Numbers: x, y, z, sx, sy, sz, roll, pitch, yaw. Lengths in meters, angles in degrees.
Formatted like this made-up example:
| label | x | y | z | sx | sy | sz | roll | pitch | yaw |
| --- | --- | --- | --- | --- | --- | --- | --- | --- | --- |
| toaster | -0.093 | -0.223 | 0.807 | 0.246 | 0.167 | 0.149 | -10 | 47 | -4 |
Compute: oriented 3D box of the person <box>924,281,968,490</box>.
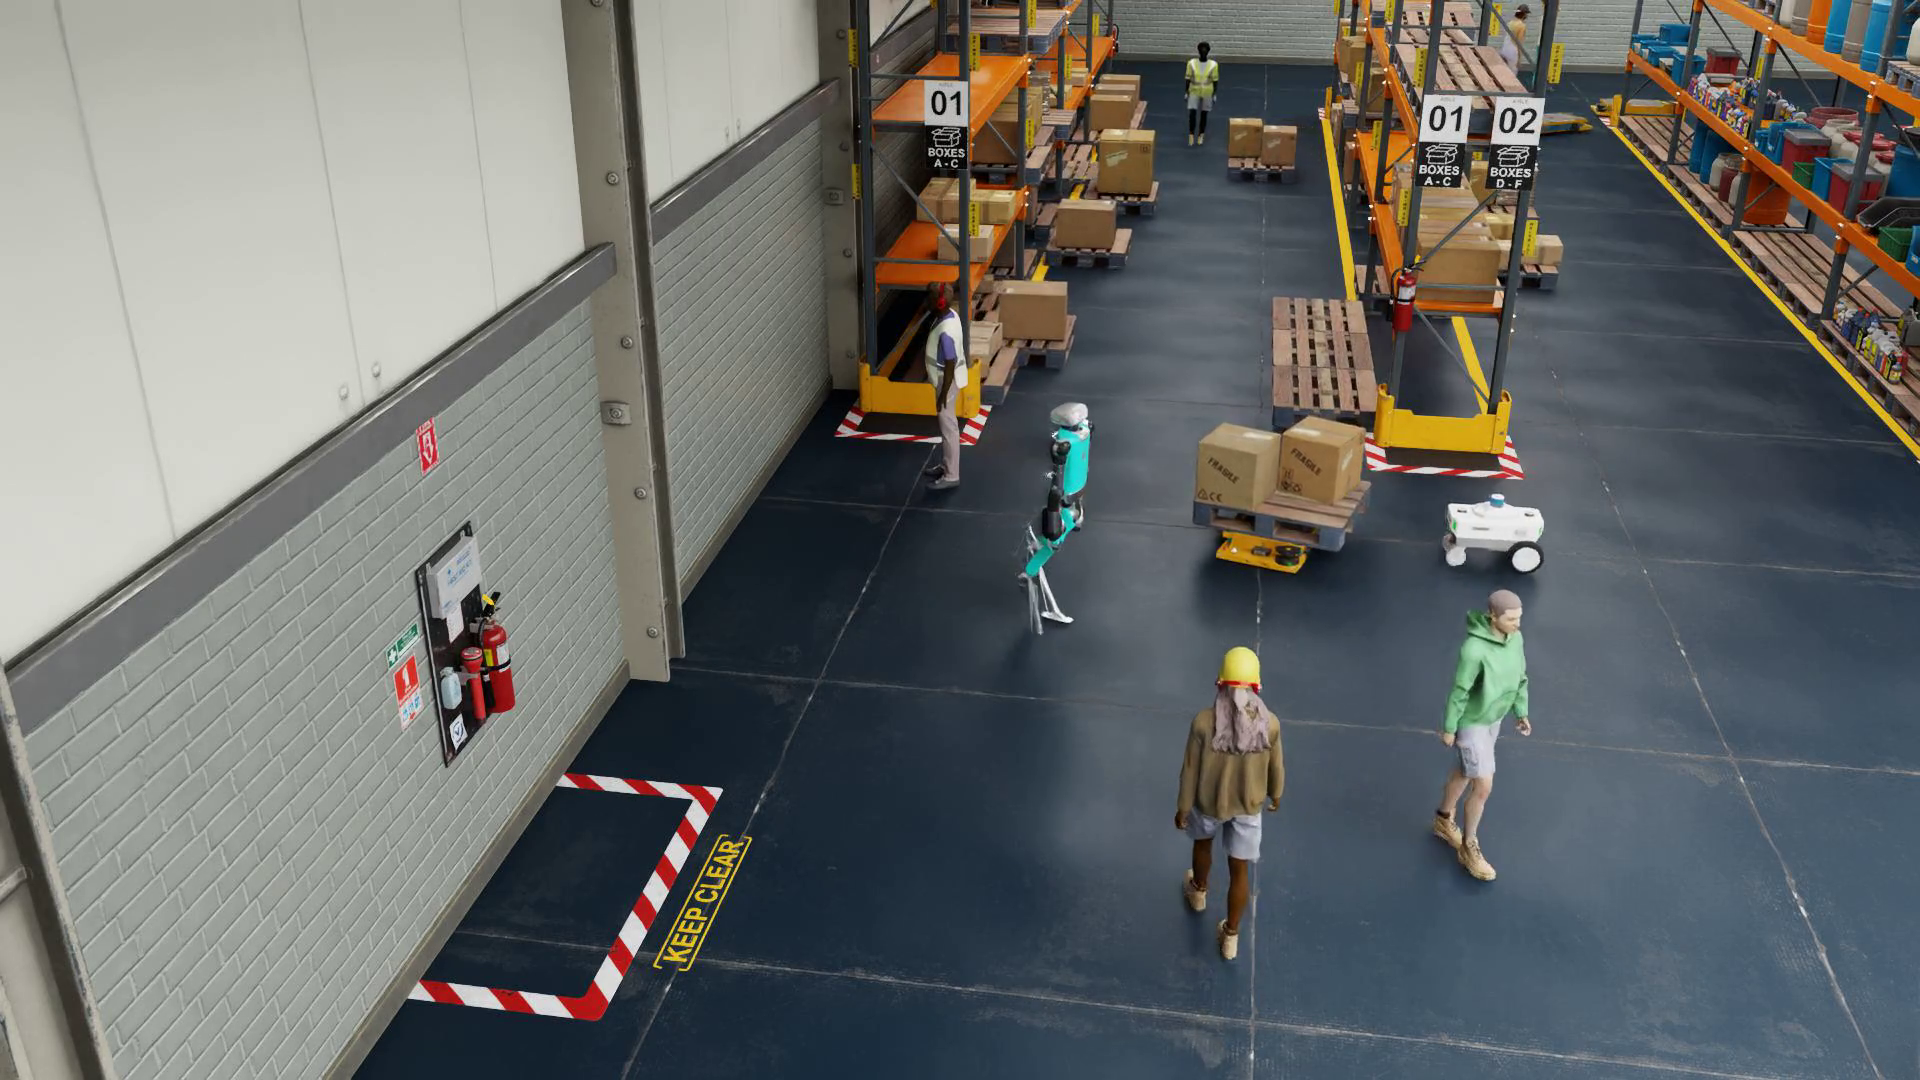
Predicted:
| label | x | y | z | sx | sy | sz | roll | pitch | yaw |
| --- | --- | --- | --- | --- | --- | --- | --- | --- | --- |
| person | -0.122 | -1.337 | 14.355 | 0.390 | 1.847 | 0.563 | -1 | 25 | -1 |

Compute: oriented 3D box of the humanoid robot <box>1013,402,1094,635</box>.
| label | x | y | z | sx | sy | sz | roll | pitch | yaw |
| --- | --- | --- | --- | --- | --- | --- | --- | --- | --- |
| humanoid robot | 0.598 | -0.161 | 11.984 | 0.664 | 1.809 | 0.539 | 13 | 28 | 25 |

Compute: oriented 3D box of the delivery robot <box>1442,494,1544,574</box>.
| label | x | y | z | sx | sy | sz | roll | pitch | yaw |
| --- | --- | --- | --- | --- | --- | --- | --- | --- | --- |
| delivery robot | 4.241 | -0.062 | 13.172 | 0.813 | 0.610 | 0.499 | 3 | 25 | 7 |

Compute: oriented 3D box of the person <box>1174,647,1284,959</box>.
| label | x | y | z | sx | sy | sz | roll | pitch | yaw |
| --- | --- | --- | --- | --- | --- | --- | --- | --- | --- |
| person | 1.418 | 1.311 | 8.816 | 0.572 | 1.732 | 0.775 | 1 | 25 | 3 |

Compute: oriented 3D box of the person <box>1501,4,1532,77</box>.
| label | x | y | z | sx | sy | sz | roll | pitch | yaw |
| --- | --- | --- | --- | --- | --- | --- | --- | --- | --- |
| person | 10.178 | -8.927 | 30.648 | 0.632 | 1.814 | 0.535 | -8 | 26 | -17 |

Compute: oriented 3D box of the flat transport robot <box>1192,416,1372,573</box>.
| label | x | y | z | sx | sy | sz | roll | pitch | yaw |
| --- | --- | --- | --- | --- | --- | --- | --- | --- | --- |
| flat transport robot | 2.640 | -0.130 | 13.635 | 0.659 | 0.231 | 1.431 | 12 | 28 | 24 |

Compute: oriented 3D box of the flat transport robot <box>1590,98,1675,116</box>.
| label | x | y | z | sx | sy | sz | roll | pitch | yaw |
| --- | --- | --- | --- | --- | --- | --- | --- | --- | --- |
| flat transport robot | 12.188 | -7.786 | 30.022 | 1.431 | 0.231 | 0.659 | 4 | 25 | 9 |

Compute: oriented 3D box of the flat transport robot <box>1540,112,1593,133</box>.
| label | x | y | z | sx | sy | sz | roll | pitch | yaw |
| --- | --- | --- | --- | --- | --- | --- | --- | --- | --- |
| flat transport robot | 10.156 | -7.175 | 28.714 | 1.431 | 0.231 | 0.659 | -11 | 27 | -22 |

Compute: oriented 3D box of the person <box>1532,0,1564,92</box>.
| label | x | y | z | sx | sy | sz | roll | pitch | yaw |
| --- | --- | --- | --- | --- | --- | --- | --- | --- | --- |
| person | 11.338 | -9.482 | 31.902 | 0.536 | 1.747 | 0.525 | -2 | 25 | -5 |

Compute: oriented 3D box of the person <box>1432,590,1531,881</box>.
| label | x | y | z | sx | sy | sz | roll | pitch | yaw |
| --- | --- | --- | --- | --- | --- | --- | --- | --- | --- |
| person | 2.999 | 1.069 | 9.343 | 0.492 | 1.716 | 0.680 | -18 | 31 | -34 |

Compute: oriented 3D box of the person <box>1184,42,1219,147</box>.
| label | x | y | z | sx | sy | sz | roll | pitch | yaw |
| --- | --- | --- | --- | --- | --- | --- | --- | --- | --- |
| person | 3.955 | -7.292 | 27.288 | 0.551 | 1.671 | 0.684 | 3 | 25 | 7 |
